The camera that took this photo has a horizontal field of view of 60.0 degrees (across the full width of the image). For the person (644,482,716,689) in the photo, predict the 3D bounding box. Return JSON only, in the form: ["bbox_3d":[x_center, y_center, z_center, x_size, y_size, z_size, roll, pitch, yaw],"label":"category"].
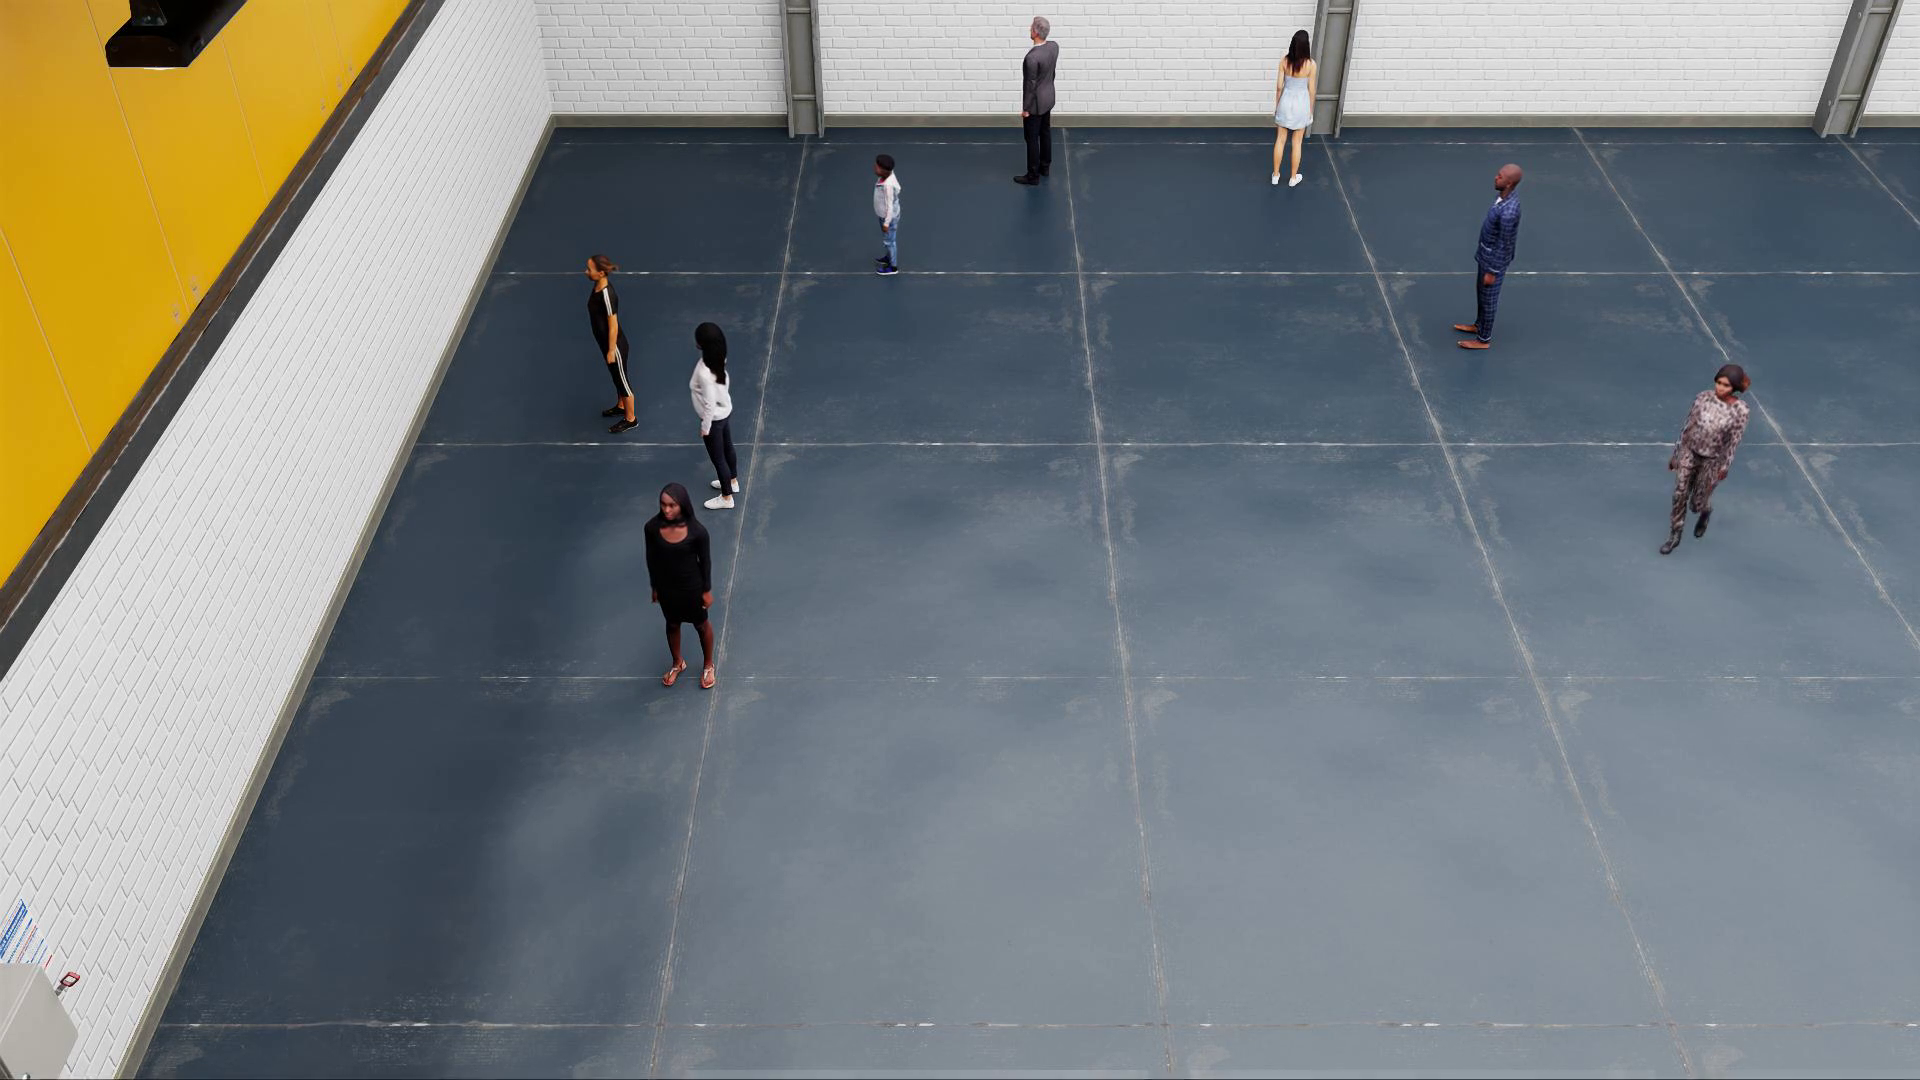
[{"bbox_3d":[-1.951,0.323,11.684,0.491,1.720,0.698,5,39,6],"label":"person"}]

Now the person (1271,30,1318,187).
[{"bbox_3d":[3.587,-4.653,17.906,0.578,1.730,0.712,12,40,15],"label":"person"}]

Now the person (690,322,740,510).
[{"bbox_3d":[-1.960,-1.012,13.370,0.589,1.701,0.636,4,39,5],"label":"person"}]

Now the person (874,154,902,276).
[{"bbox_3d":[-0.711,-3.256,16.534,0.481,1.260,0.472,0,39,0],"label":"person"}]

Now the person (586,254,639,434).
[{"bbox_3d":[-2.989,-1.711,14.271,0.639,1.669,0.651,-14,41,-17],"label":"person"}]

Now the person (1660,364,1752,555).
[{"bbox_3d":[5.803,-0.647,12.912,0.855,1.703,0.787,-29,47,-32],"label":"person"}]

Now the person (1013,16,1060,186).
[{"bbox_3d":[0.839,-4.751,17.940,0.800,1.842,0.798,21,43,24],"label":"person"}]

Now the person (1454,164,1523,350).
[{"bbox_3d":[4.906,-2.612,15.281,0.623,1.818,0.688,5,39,6],"label":"person"}]
